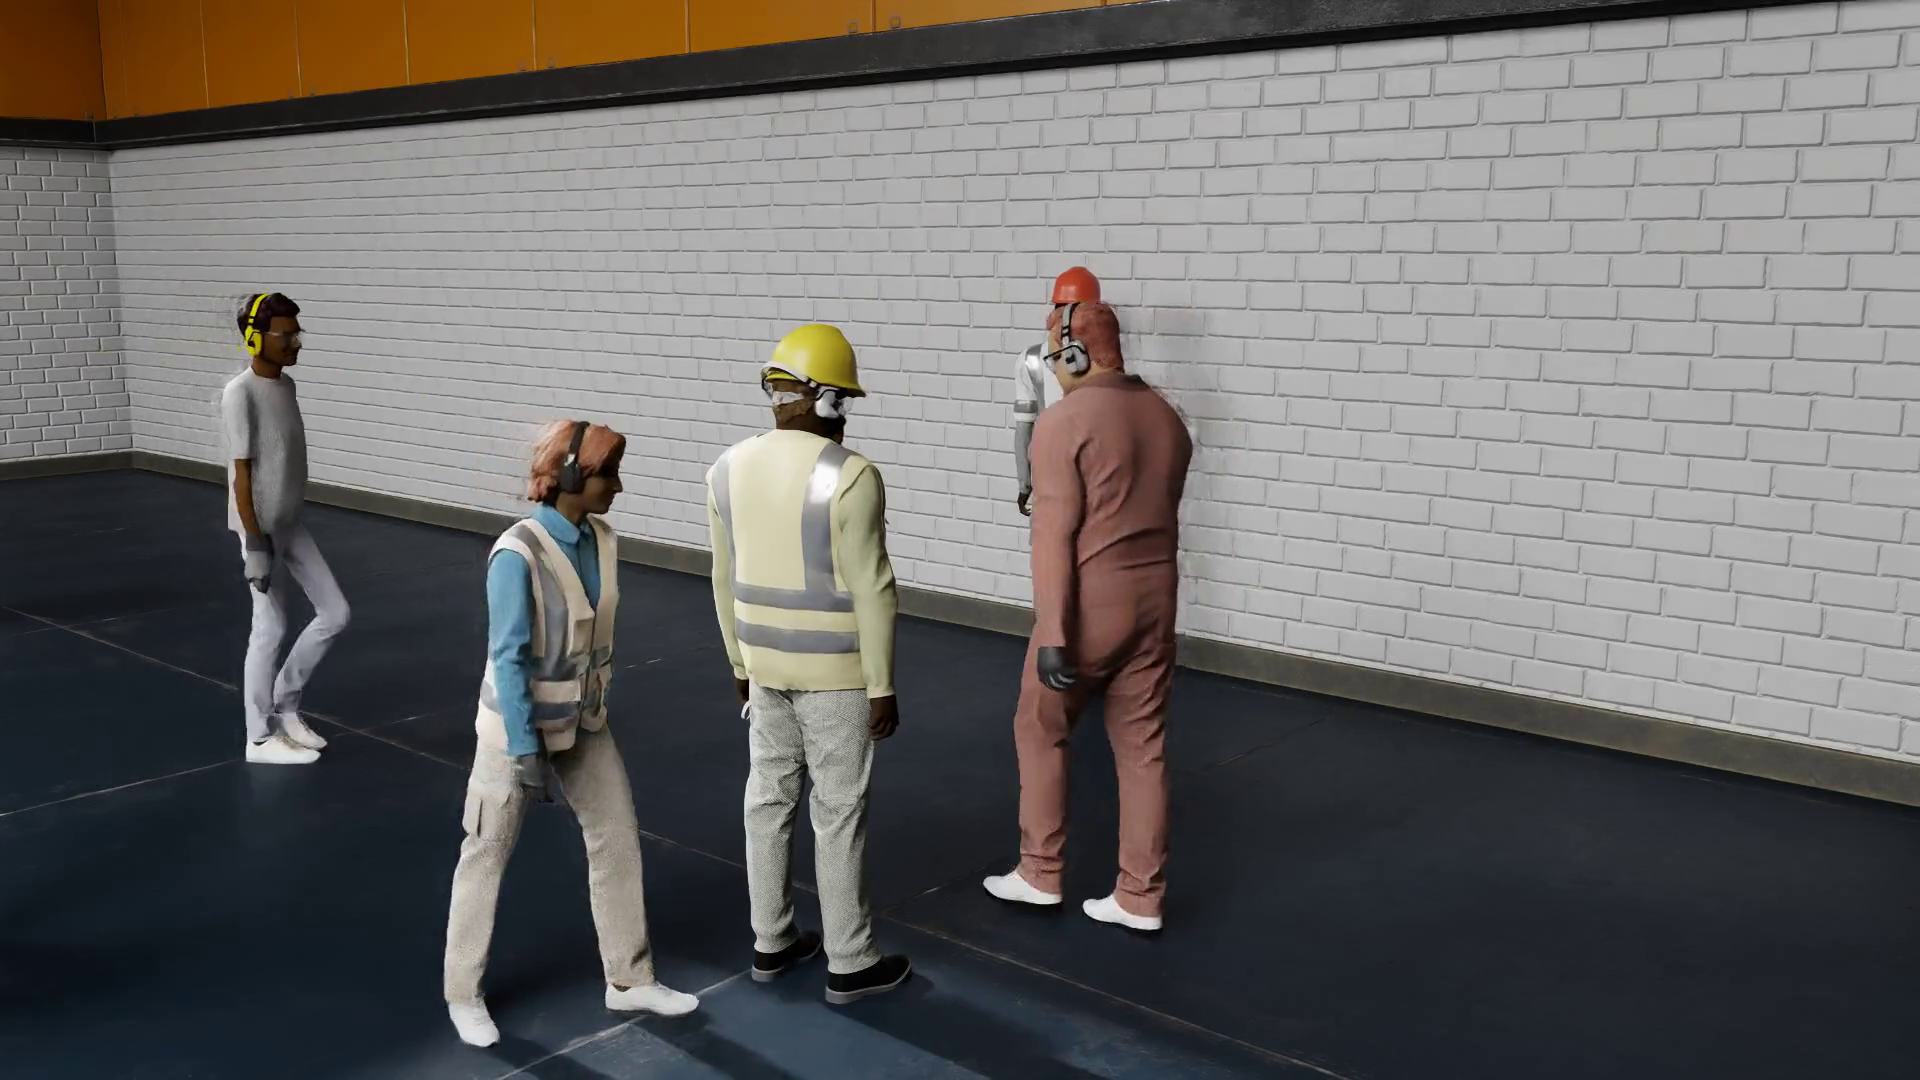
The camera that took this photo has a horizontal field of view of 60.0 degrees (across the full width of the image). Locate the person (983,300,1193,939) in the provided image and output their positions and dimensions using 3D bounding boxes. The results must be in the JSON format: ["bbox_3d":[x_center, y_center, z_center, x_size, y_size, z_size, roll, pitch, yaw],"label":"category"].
[{"bbox_3d":[0.377,0.228,4.981,0.666,1.862,0.746,-8,13,-40],"label":"person"}]

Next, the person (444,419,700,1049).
[{"bbox_3d":[-1.047,0.492,4.248,0.607,1.598,0.531,4,11,24],"label":"person"}]

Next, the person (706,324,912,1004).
[{"bbox_3d":[-0.394,0.335,4.498,0.589,1.822,0.403,7,12,35],"label":"person"}]

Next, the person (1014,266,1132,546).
[{"bbox_3d":[0.524,-0.291,7.731,0.547,1.937,0.379,2,10,9],"label":"person"}]

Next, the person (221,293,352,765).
[{"bbox_3d":[-2.642,-0.025,6.449,0.448,1.850,0.554,1,10,3],"label":"person"}]
